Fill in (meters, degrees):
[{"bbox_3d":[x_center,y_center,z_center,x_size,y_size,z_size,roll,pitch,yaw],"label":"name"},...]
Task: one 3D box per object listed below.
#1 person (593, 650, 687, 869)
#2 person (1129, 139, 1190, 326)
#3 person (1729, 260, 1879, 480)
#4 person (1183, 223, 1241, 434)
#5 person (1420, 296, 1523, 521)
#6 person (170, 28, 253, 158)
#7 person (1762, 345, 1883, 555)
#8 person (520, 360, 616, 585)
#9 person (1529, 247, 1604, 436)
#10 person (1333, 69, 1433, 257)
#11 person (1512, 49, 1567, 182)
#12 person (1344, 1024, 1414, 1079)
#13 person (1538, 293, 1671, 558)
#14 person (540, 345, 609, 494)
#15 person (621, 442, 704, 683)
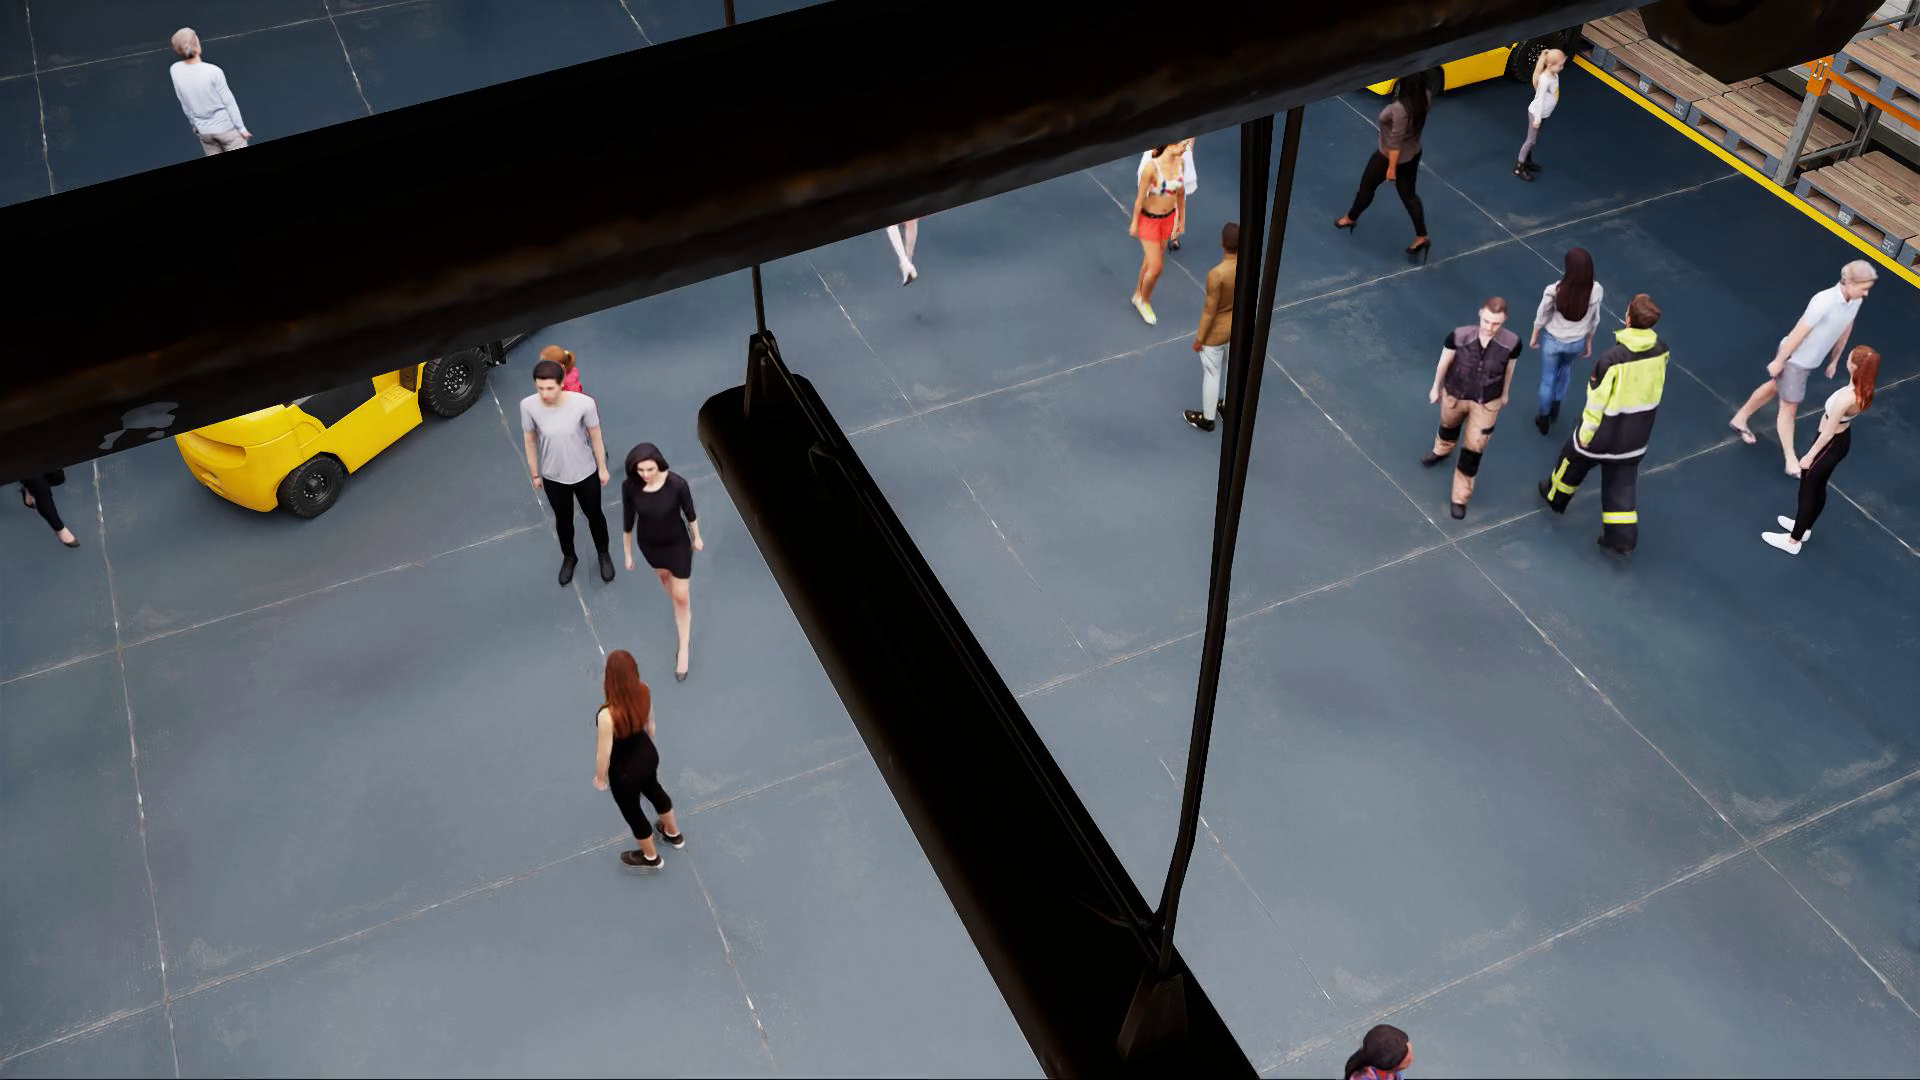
[{"bbox_3d":[-1.894,1.306,9.593,0.724,1.716,0.686,13,45,13],"label":"person"},{"bbox_3d":[1.581,-2.655,13.716,0.624,1.763,0.641,-18,47,-18],"label":"person"},{"bbox_3d":[6.183,-1.400,12.385,0.783,1.783,1.130,-20,47,-20],"label":"person"},{"bbox_3d":[1.997,-1.603,12.574,0.671,1.816,0.591,-25,49,-24],"label":"person"},{"bbox_3d":[3.720,-1.102,12.069,1.110,1.786,1.157,17,46,17],"label":"person"},{"bbox_3d":[-6.518,-3.598,14.612,0.755,1.894,0.772,6,44,6],"label":"person"},{"bbox_3d":[6.063,-0.633,11.609,0.634,1.742,0.597,-31,52,-28],"label":"person"},{"bbox_3d":[-2.659,-0.476,11.357,0.733,1.863,0.657,-4,44,-5],"label":"person"},{"bbox_3d":[4.564,-1.437,12.547,0.719,1.613,0.719,2,44,2],"label":"person"},{"bbox_3d":[3.853,-3.233,14.302,1.249,1.793,0.929,34,53,30],"label":"person"},{"bbox_3d":[5.376,-3.976,15.456,0.631,1.277,0.584,21,48,21],"label":"person"},{"bbox_3d":[1.814,2.833,7.999,1.086,1.704,1.056,12,45,13],"label":"person"},{"bbox_3d":[4.606,-0.746,11.592,0.888,1.930,1.252,-12,45,-13],"label":"person"},{"bbox_3d":[-2.822,-0.903,12.207,0.690,1.308,0.725,28,50,26],"label":"person"},{"bbox_3d":[-1.915,-0.009,10.931,0.919,1.775,1.064,4,44,4],"label":"person"}]
